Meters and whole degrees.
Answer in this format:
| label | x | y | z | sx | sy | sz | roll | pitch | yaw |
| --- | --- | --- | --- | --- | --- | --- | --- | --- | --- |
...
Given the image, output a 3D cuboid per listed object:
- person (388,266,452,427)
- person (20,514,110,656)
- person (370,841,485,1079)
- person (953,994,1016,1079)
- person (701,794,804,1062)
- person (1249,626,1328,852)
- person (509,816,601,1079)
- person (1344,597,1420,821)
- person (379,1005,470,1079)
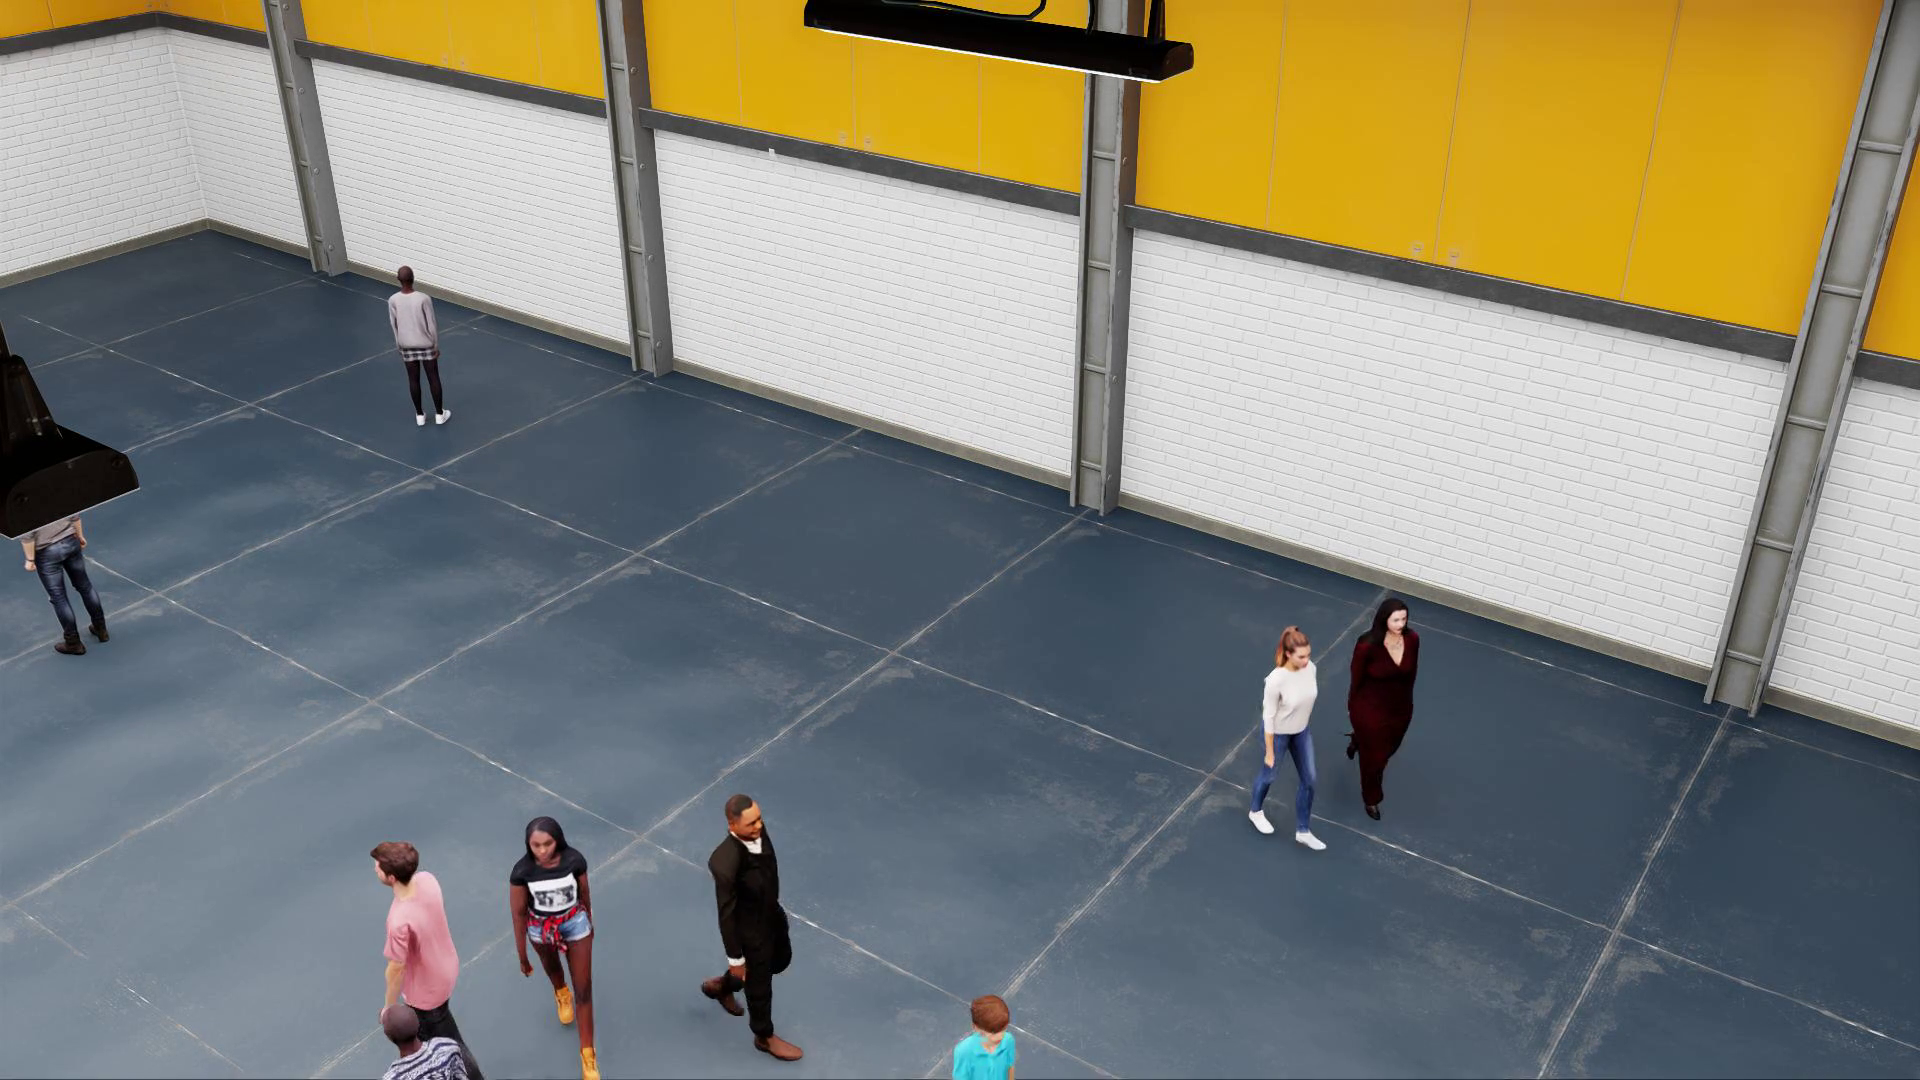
| label | x | y | z | sx | sy | sz | roll | pitch | yaw |
| --- | --- | --- | --- | --- | --- | --- | --- | --- | --- |
| person | -5.792 | -2.076 | 17.754 | 0.670 | 1.771 | 0.752 | -2 | 29 | -3 |
| person | -7.438 | 0.061 | 13.698 | 0.603 | 1.904 | 0.694 | 15 | 32 | 26 |
| person | -2.857 | 2.471 | 9.241 | 0.987 | 1.939 | 0.881 | 1 | 29 | 1 |
| person | 0.085 | 2.959 | 8.873 | 0.788 | 1.435 | 0.904 | -10 | 30 | -18 |
| person | -1.282 | 2.234 | 9.728 | 1.034 | 1.890 | 0.866 | 10 | 30 | 17 |
| person | 2.207 | 1.326 | 11.590 | 0.848 | 1.700 | 0.983 | -16 | 32 | -27 |
| person | -2.394 | 2.284 | 9.856 | 1.078 | 1.679 | 1.204 | -8 | 30 | -14 |
| person | 2.956 | 1.137 | 11.895 | 0.966 | 1.741 | 1.063 | -9 | 30 | -15 |
| person | -2.562 | 3.069 | 8.313 | 0.639 | 1.779 | 0.631 | 18 | 34 | 30 |
